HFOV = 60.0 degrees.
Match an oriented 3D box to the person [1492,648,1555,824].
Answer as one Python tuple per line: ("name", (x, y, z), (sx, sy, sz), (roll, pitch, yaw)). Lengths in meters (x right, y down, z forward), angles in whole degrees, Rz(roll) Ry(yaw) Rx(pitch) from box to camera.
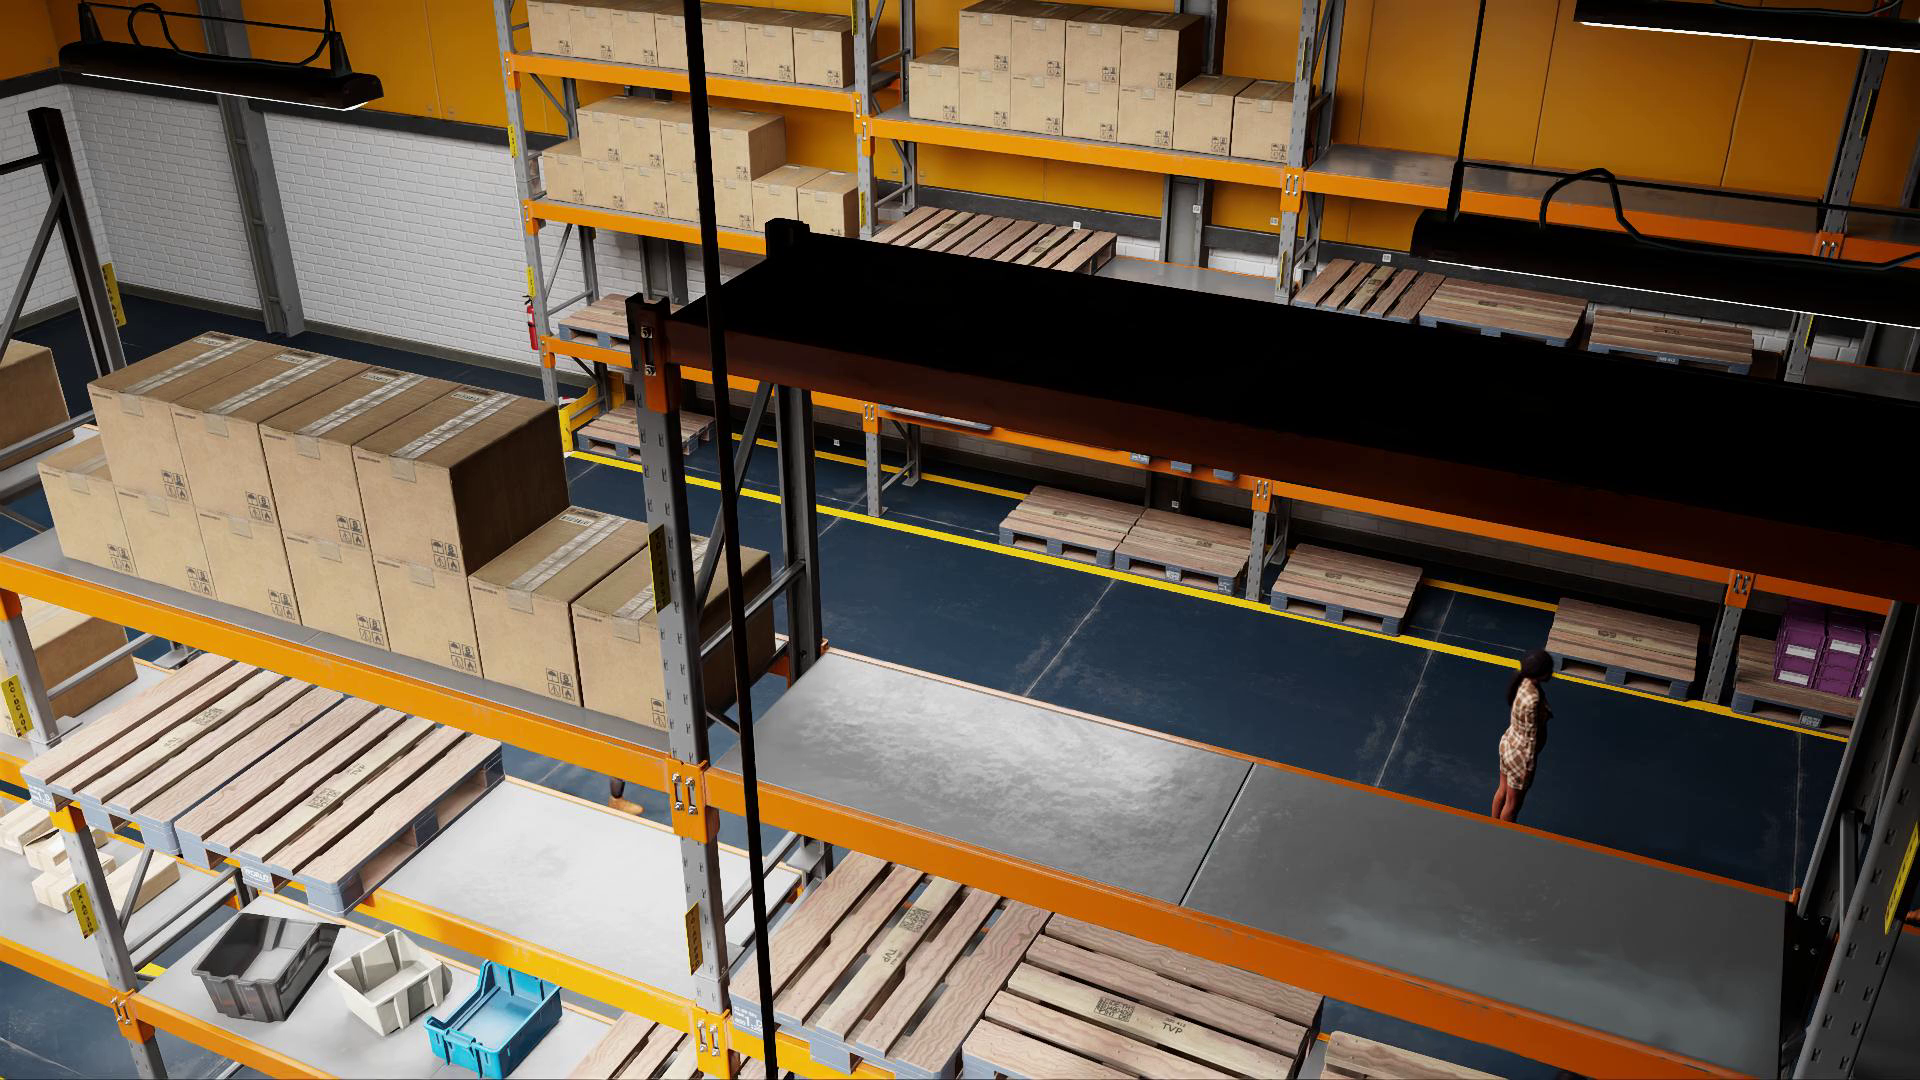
("person", (3.995, 1.552, 11.894), (0.661, 1.795, 0.657), (2, 29, 4))
